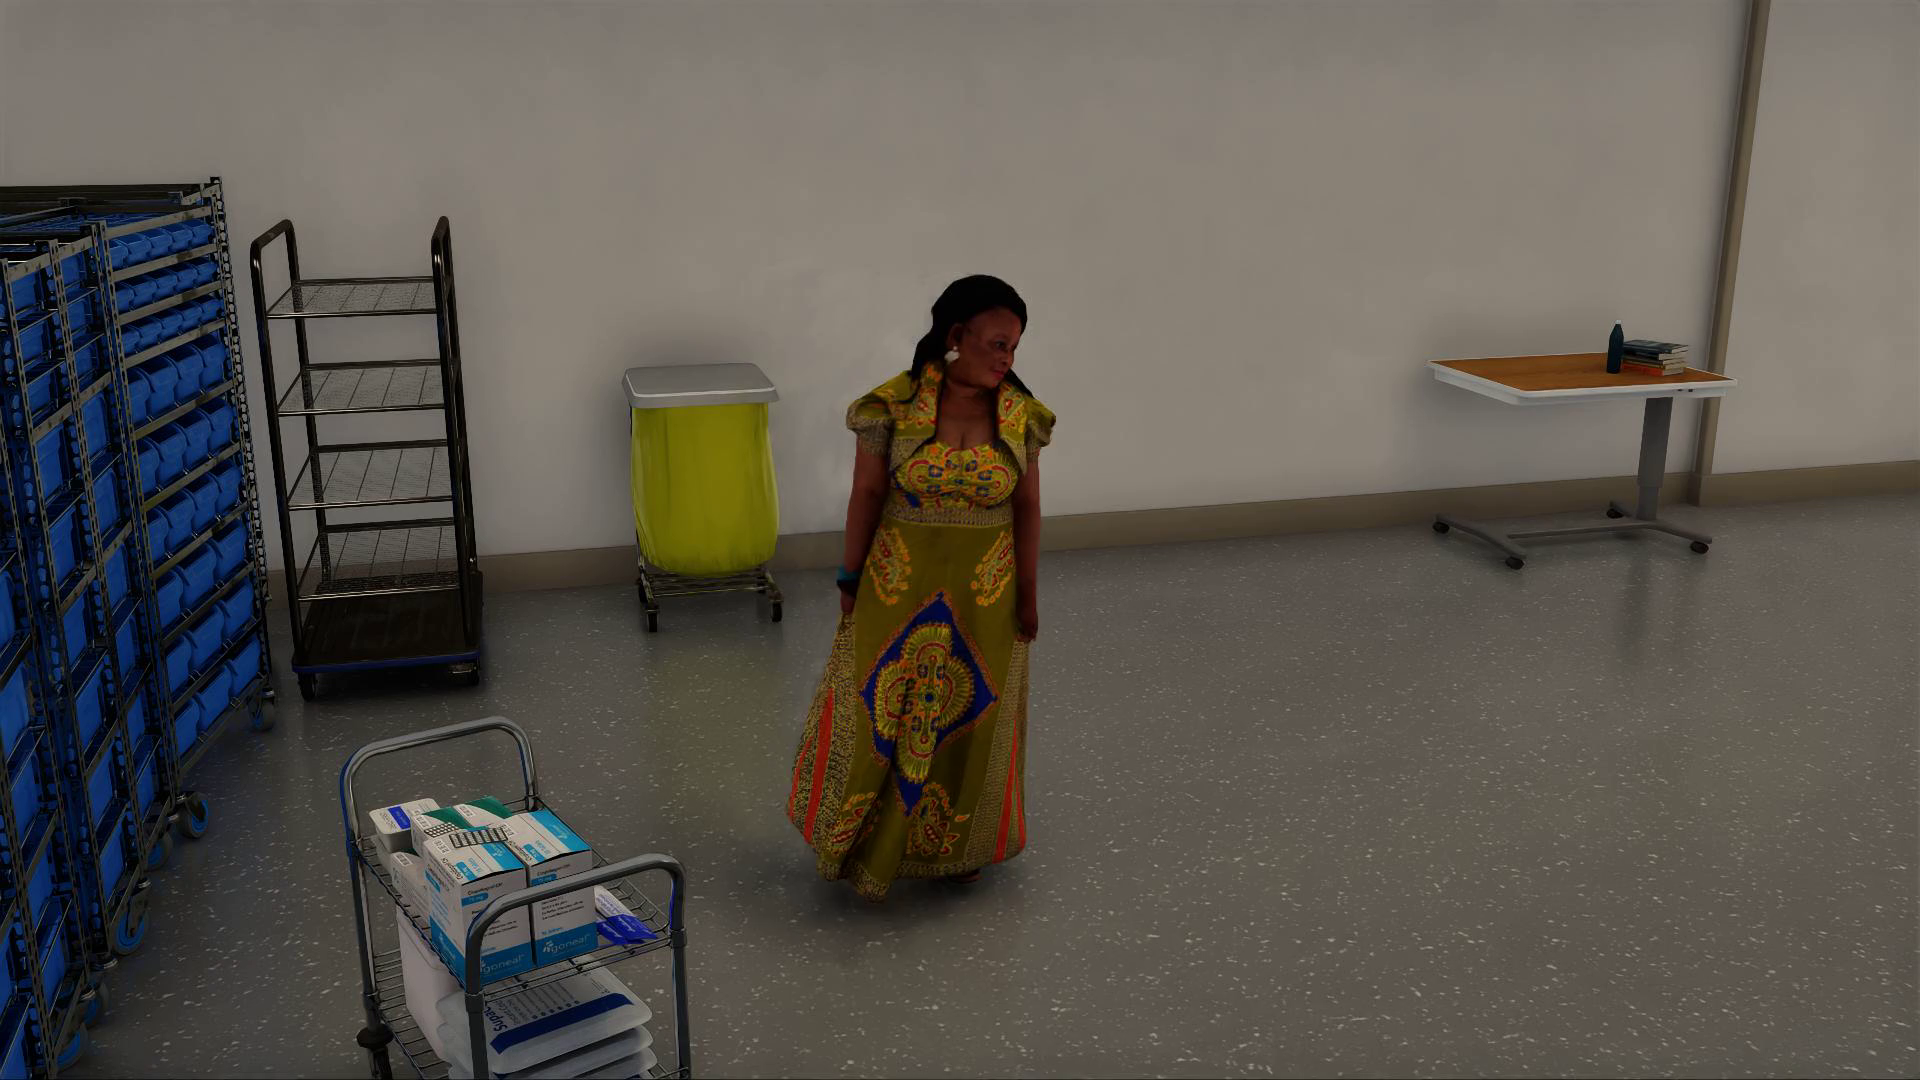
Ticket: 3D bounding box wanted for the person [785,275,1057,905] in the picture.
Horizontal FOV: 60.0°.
[{"bbox_3d":[-0.085,0.137,4.297,0.684,1.622,0.889,0,16,-1],"label":"person"}]
